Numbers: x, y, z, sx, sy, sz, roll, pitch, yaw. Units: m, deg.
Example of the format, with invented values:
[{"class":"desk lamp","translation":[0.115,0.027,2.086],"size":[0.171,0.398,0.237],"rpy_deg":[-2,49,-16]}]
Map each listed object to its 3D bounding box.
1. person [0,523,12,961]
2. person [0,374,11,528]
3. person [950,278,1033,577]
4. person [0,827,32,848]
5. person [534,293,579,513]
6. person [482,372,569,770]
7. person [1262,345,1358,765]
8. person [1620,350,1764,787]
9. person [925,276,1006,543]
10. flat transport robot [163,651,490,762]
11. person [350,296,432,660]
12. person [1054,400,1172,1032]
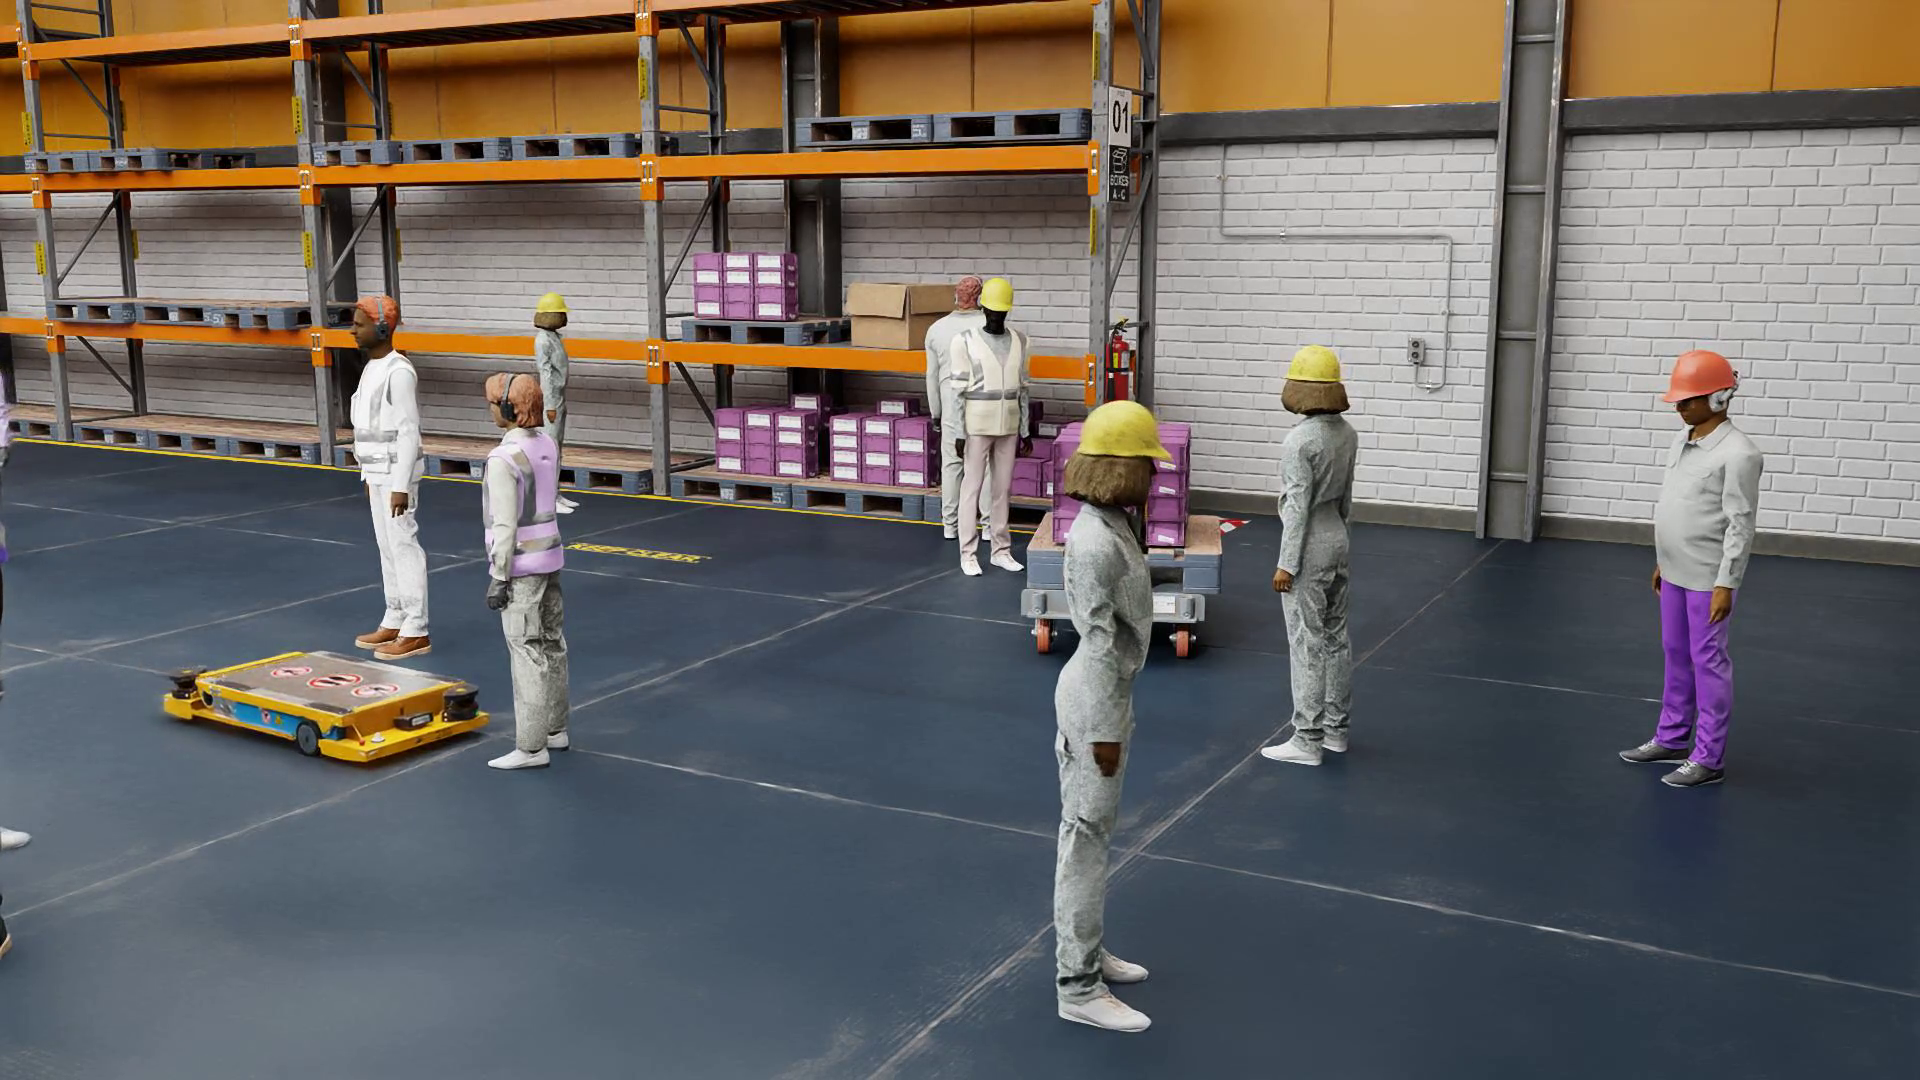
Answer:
[{"class":"person","translation":[-3.103,0.329,4.872],"size":[0.605,1.966,0.367],"rpy_deg":[0,10,-2]},{"class":"person","translation":[-6.500,-0.585,10.869],"size":[0.544,1.591,0.835],"rpy_deg":[-3,11,-16]},{"class":"person","translation":[0.216,-0.729,10.803],"size":[0.585,1.920,0.382],"rpy_deg":[-6,12,-28]},{"class":"person","translation":[-3.569,0.213,5.686],"size":[0.413,1.906,0.602],"rpy_deg":[0,10,-1]},{"class":"person","translation":[-3.221,-1.088,13.256],"size":[0.295,1.744,0.491],"rpy_deg":[-1,10,-4]},{"class":"person","translation":[-1.793,0.128,6.873],"size":[0.308,1.641,0.514],"rpy_deg":[2,10,9]},{"class":"person","translation":[1.459,0.063,6.946],"size":[0.317,1.742,0.492],"rpy_deg":[9,14,41]},{"class":"person","translation":[2.936,0.112,6.671],"size":[0.337,1.742,0.562],"rpy_deg":[-1,10,-5]},{"class":"person","translation":[0.083,-0.932,11.949],"size":[0.638,1.910,0.407],"rpy_deg":[4,11,19]},{"class":"flat transport robot","translation":[-2.846,0.711,7.431],"size":[1.431,0.197,0.652],"rpy_deg":[7,12,33]},{"class":"person","translation":[-2.982,-0.322,8.673],"size":[0.355,1.883,0.573],"rpy_deg":[-7,13,-34]},{"class":"person","translation":[0.422,0.480,4.664],"size":[0.305,1.741,0.483],"rpy_deg":[1,10,8]}]
